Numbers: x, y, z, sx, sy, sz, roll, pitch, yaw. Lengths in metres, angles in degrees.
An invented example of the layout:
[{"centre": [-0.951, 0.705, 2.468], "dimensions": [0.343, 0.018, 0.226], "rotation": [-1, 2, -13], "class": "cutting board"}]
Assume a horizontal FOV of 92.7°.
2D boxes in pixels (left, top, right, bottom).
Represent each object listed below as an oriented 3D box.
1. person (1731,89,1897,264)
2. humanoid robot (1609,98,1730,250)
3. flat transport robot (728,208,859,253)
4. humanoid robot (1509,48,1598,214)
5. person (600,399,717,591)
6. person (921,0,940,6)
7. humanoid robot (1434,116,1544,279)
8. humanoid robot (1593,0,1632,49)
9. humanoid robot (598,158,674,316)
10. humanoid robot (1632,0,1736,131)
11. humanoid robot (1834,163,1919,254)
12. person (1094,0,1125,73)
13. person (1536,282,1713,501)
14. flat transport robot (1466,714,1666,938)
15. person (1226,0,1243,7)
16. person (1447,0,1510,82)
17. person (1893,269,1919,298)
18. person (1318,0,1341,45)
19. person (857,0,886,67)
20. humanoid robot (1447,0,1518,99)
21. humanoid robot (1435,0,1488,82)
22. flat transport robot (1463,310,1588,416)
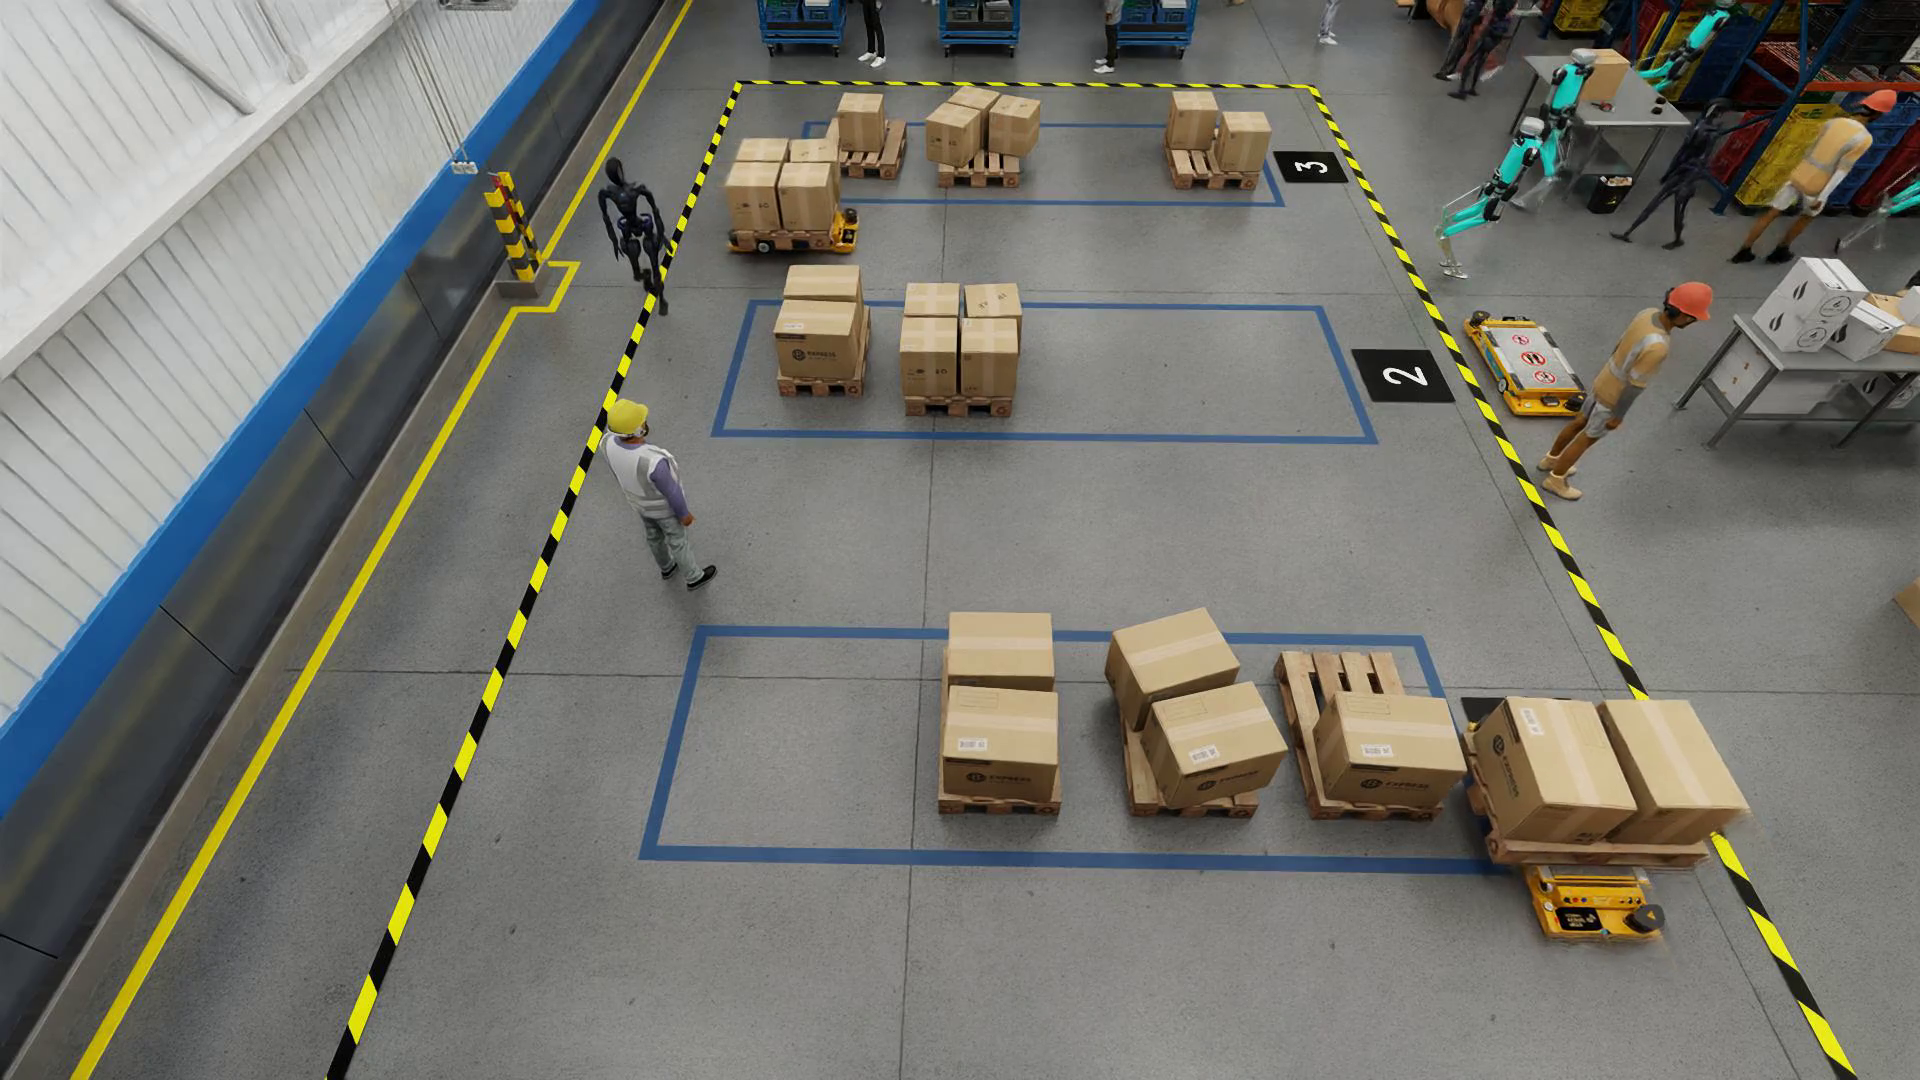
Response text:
[{"centre": [9.130, -3.817, 9.752], "dimensions": [0.797, 1.899, 0.565], "rotation": [-12, 50, -10], "class": "person"}, {"centre": [7.992, -3.997, 10.099], "dimensions": [0.805, 1.619, 0.622], "rotation": [8, 50, 7], "class": "humanoid robot"}, {"centre": [-1.919, -3.607, 10.637], "dimensions": [1.431, 0.197, 0.652], "rotation": [1, 49, 1], "class": "flat transport robot"}, {"centre": [6.918, -4.562, 10.588], "dimensions": [0.571, 1.899, 0.776], "rotation": [-18, 52, -15], "class": "humanoid robot"}, {"centre": [-2.228, -0.312, 6.766], "dimensions": [0.589, 1.837, 0.404], "rotation": [23, 53, 19], "class": "person"}, {"centre": [-0.483, -9.797, 14.953], "dimensions": [0.517, 1.873, 0.328], "rotation": [31, 56, 24], "class": "person"}, {"centre": [5.379, -3.558, 9.556], "dimensions": [0.735, 1.673, 0.533], "rotation": [8, 50, 7], "class": "humanoid robot"}, {"centre": [9.477, -7.597, 13.170], "dimensions": [0.402, 1.647, 0.601], "rotation": [1, 49, 1], "class": "humanoid robot"}, {"centre": [-3.244, -3.118, 9.309], "dimensions": [0.604, 1.643, 0.531], "rotation": [-8, 50, -7], "class": "humanoid robot"}, {"centre": [9.072, -6.146, 11.892], "dimensions": [1.048, 1.711, 0.545], "rotation": [11, 50, 10], "class": "humanoid robot"}, {"centre": [10.358, -3.889, 9.943], "dimensions": [0.952, 1.773, 0.552], "rotation": [-3, 49, -3], "class": "humanoid robot"}, {"centre": [2.161, -7.719, 13.168], "dimensions": [0.401, 1.851, 0.590], "rotation": [9, 50, 8], "class": "person"}, {"centre": [5.324, -1.190, 7.395], "dimensions": [0.397, 2.037, 0.608], "rotation": [16, 51, 13], "class": "person"}, {"centre": [3.891, 1.808, 5.950], "dimensions": [0.652, 0.197, 1.431], "rotation": [1, 49, 1], "class": "flat transport robot"}, {"centre": [4.652, -9.711, 14.782], "dimensions": [0.438, 2.024, 0.638], "rotation": [-18, 52, -15], "class": "person"}, {"centre": [7.513, -7.427, 12.889], "dimensions": [0.561, 1.892, 0.602], "rotation": [5, 49, 4], "class": "person"}, {"centre": [10.355, -3.167, 9.242], "dimensions": [0.339, 1.836, 0.500], "rotation": [-31, 56, -24], "class": "person"}, {"centre": [5.847, -8.542, 13.950], "dimensions": [0.294, 1.744, 0.484], "rotation": [10, 50, 9], "class": "person"}, {"centre": [-1.316, -7.911, 13.322], "dimensions": [0.309, 1.868, 0.530], "rotation": [-33, 57, -25], "class": "person"}, {"centre": [7.304, -6.982, 12.639], "dimensions": [0.362, 1.649, 0.615], "rotation": [36, 58, 27], "class": "humanoid robot"}, {"centre": [7.287, -7.436, 13.043], "dimensions": [0.374, 1.647, 0.590], "rotation": [23, 53, 19], "class": "humanoid robot"}, {"centre": [5.573, -1.757, 9.054], "dimensions": [0.659, 0.231, 1.431], "rotation": [1, 49, 1], "class": "flat transport robot"}]
